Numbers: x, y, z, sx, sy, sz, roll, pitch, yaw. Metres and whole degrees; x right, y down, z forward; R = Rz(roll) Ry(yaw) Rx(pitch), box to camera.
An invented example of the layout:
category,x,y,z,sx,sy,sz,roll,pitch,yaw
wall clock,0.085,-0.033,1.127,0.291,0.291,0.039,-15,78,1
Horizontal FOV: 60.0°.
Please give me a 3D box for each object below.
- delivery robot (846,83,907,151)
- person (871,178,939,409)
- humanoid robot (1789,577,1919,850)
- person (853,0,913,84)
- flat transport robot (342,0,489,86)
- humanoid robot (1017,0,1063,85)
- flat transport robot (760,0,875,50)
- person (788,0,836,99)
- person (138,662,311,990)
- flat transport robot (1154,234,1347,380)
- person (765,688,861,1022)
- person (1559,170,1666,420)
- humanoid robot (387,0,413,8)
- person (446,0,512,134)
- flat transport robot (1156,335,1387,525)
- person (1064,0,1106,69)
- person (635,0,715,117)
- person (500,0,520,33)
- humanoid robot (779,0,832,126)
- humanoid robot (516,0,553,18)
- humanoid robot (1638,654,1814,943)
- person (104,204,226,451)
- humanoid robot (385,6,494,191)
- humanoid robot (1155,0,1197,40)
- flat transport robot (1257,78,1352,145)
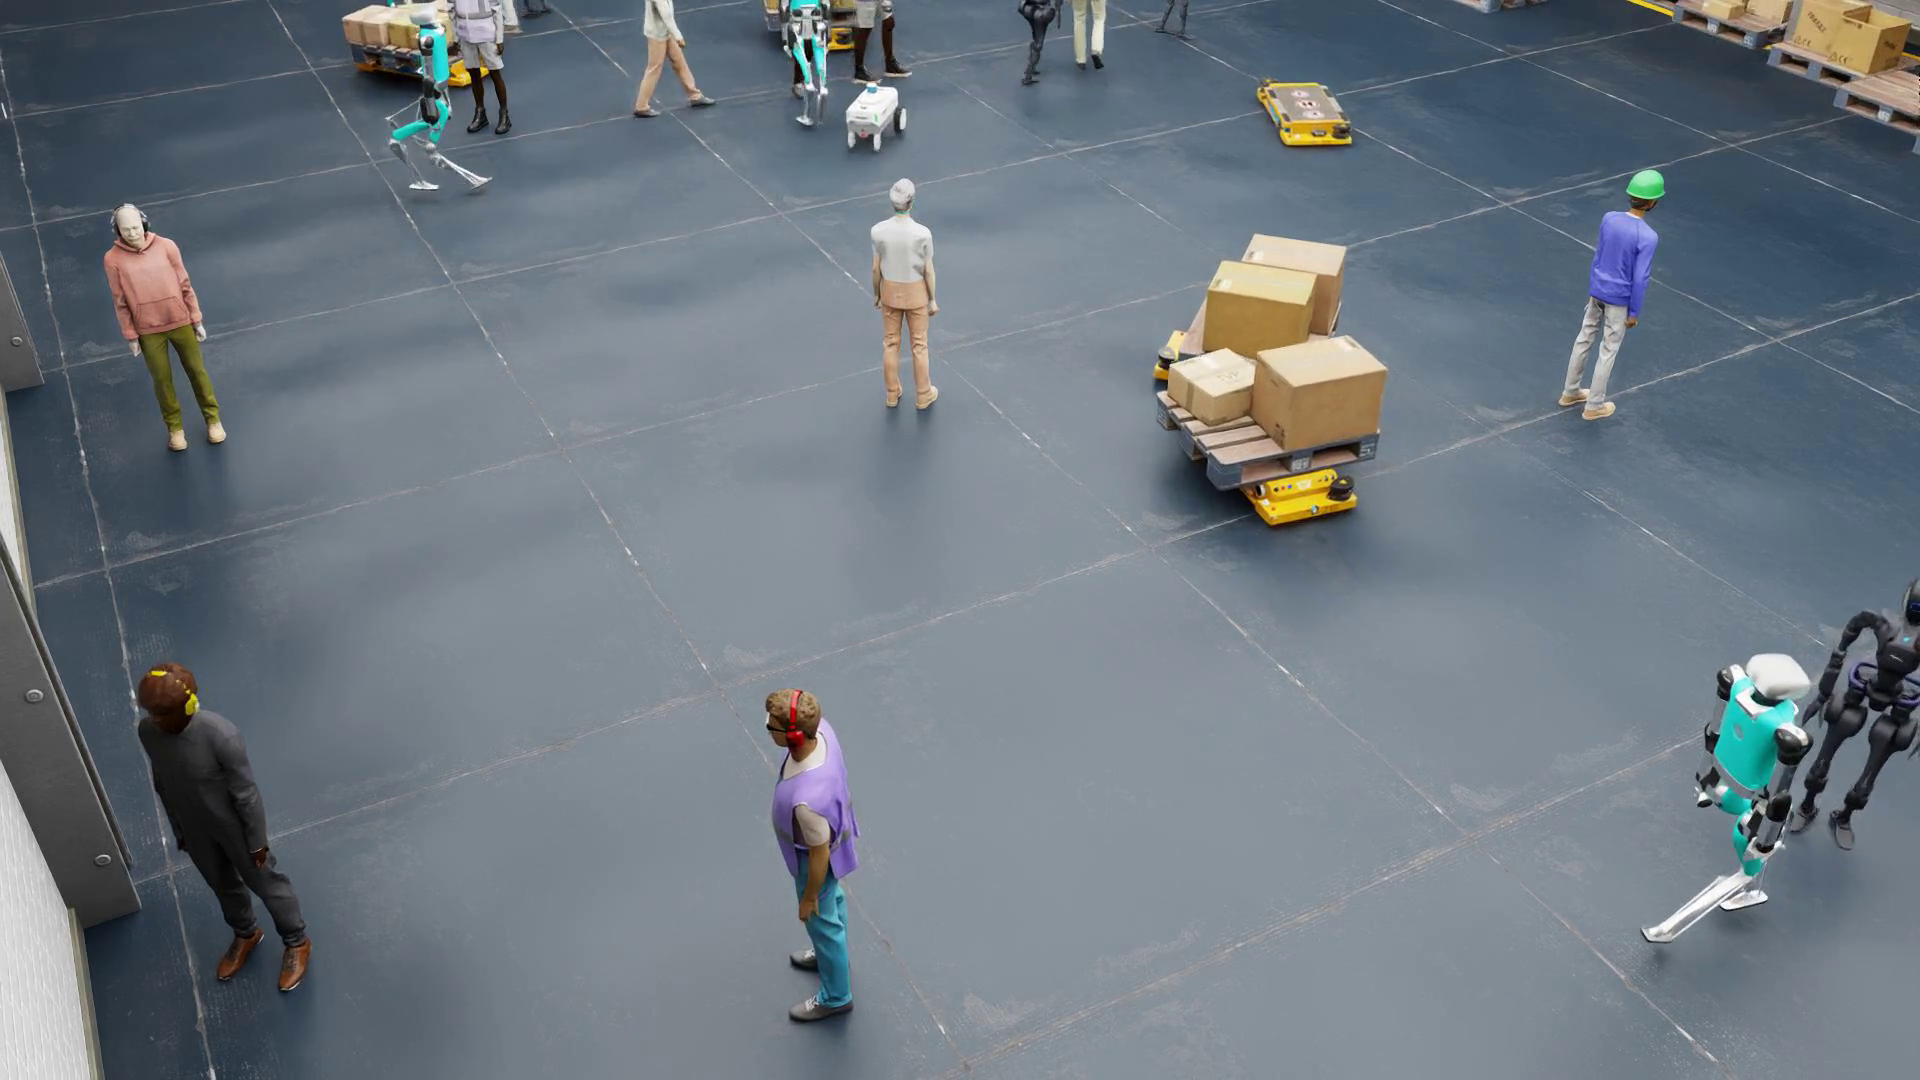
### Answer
category,x,y,z,sx,sy,sz,roll,pitch,yaw
delivery robot,-0.867,-4.230,16.498,0.499,0.586,0.765,9,36,13
person,-0.401,-1.753,11.930,0.482,1.748,0.327,8,36,12
humanoid robot,4.552,0.859,8.267,0.601,1.649,0.322,24,41,30
person,-0.811,-5.760,17.477,0.740,1.944,0.616,2,35,3
flat transport robot,-5.817,-5.236,18.192,1.431,0.231,0.659,15,38,20
humanoid robot,0.831,-5.685,17.631,0.613,1.649,0.437,29,44,35
flat transport robot,-1.652,-5.965,19.233,0.659,0.231,1.431,-7,36,-9
person,-1.569,-5.522,17.174,0.575,1.907,0.570,-28,44,-34
person,-3.331,1.284,7.494,0.493,1.867,0.347,8,36,11
flat transport robot,2.251,-1.337,12.624,1.431,0.231,0.659,11,37,16
person,-0.630,1.393,7.352,0.382,1.844,0.564,-1,35,-1
person,4.660,-1.734,11.810,0.378,1.866,0.451,-21,40,-27
humanoid robot,-6.304,-6.310,18.462,0.548,1.748,0.983,-8,36,-11
person,-4.749,-4.959,16.339,0.550,1.940,0.346,7,36,9
flat transport robot,2.112,-0.603,11.576,0.659,0.231,1.431,-12,37,-16
person,1.380,-5.923,17.817,0.597,1.821,0.513,3,35,4
person,-2.982,-5.097,16.807,0.830,1.623,0.466,-3,35,-4
person,-5.365,-6.685,18.869,0.534,1.855,0.590,4,35,5
humanoid robot,-1.456,-4.873,16.424,0.556,1.822,0.773,-11,37,-15
humanoid robot,-5.073,-6.937,19.396,0.429,1.642,0.610,-3,35,-4
humanoid robot,3.727,1.209,7.712,1.022,1.729,0.554,-9,36,-13
person,-5.496,-1.478,11.471,0.520,1.831,0.365,-18,39,-24
humanoid robot,-4.836,-3.919,15.033,0.995,1.751,0.559,0,35,0
humanoid robot,2.514,-6.522,18.813,0.550,1.640,0.611,14,37,18
flat transport robot,3.503,-4.364,16.947,0.659,0.231,1.431,-2,35,-3
